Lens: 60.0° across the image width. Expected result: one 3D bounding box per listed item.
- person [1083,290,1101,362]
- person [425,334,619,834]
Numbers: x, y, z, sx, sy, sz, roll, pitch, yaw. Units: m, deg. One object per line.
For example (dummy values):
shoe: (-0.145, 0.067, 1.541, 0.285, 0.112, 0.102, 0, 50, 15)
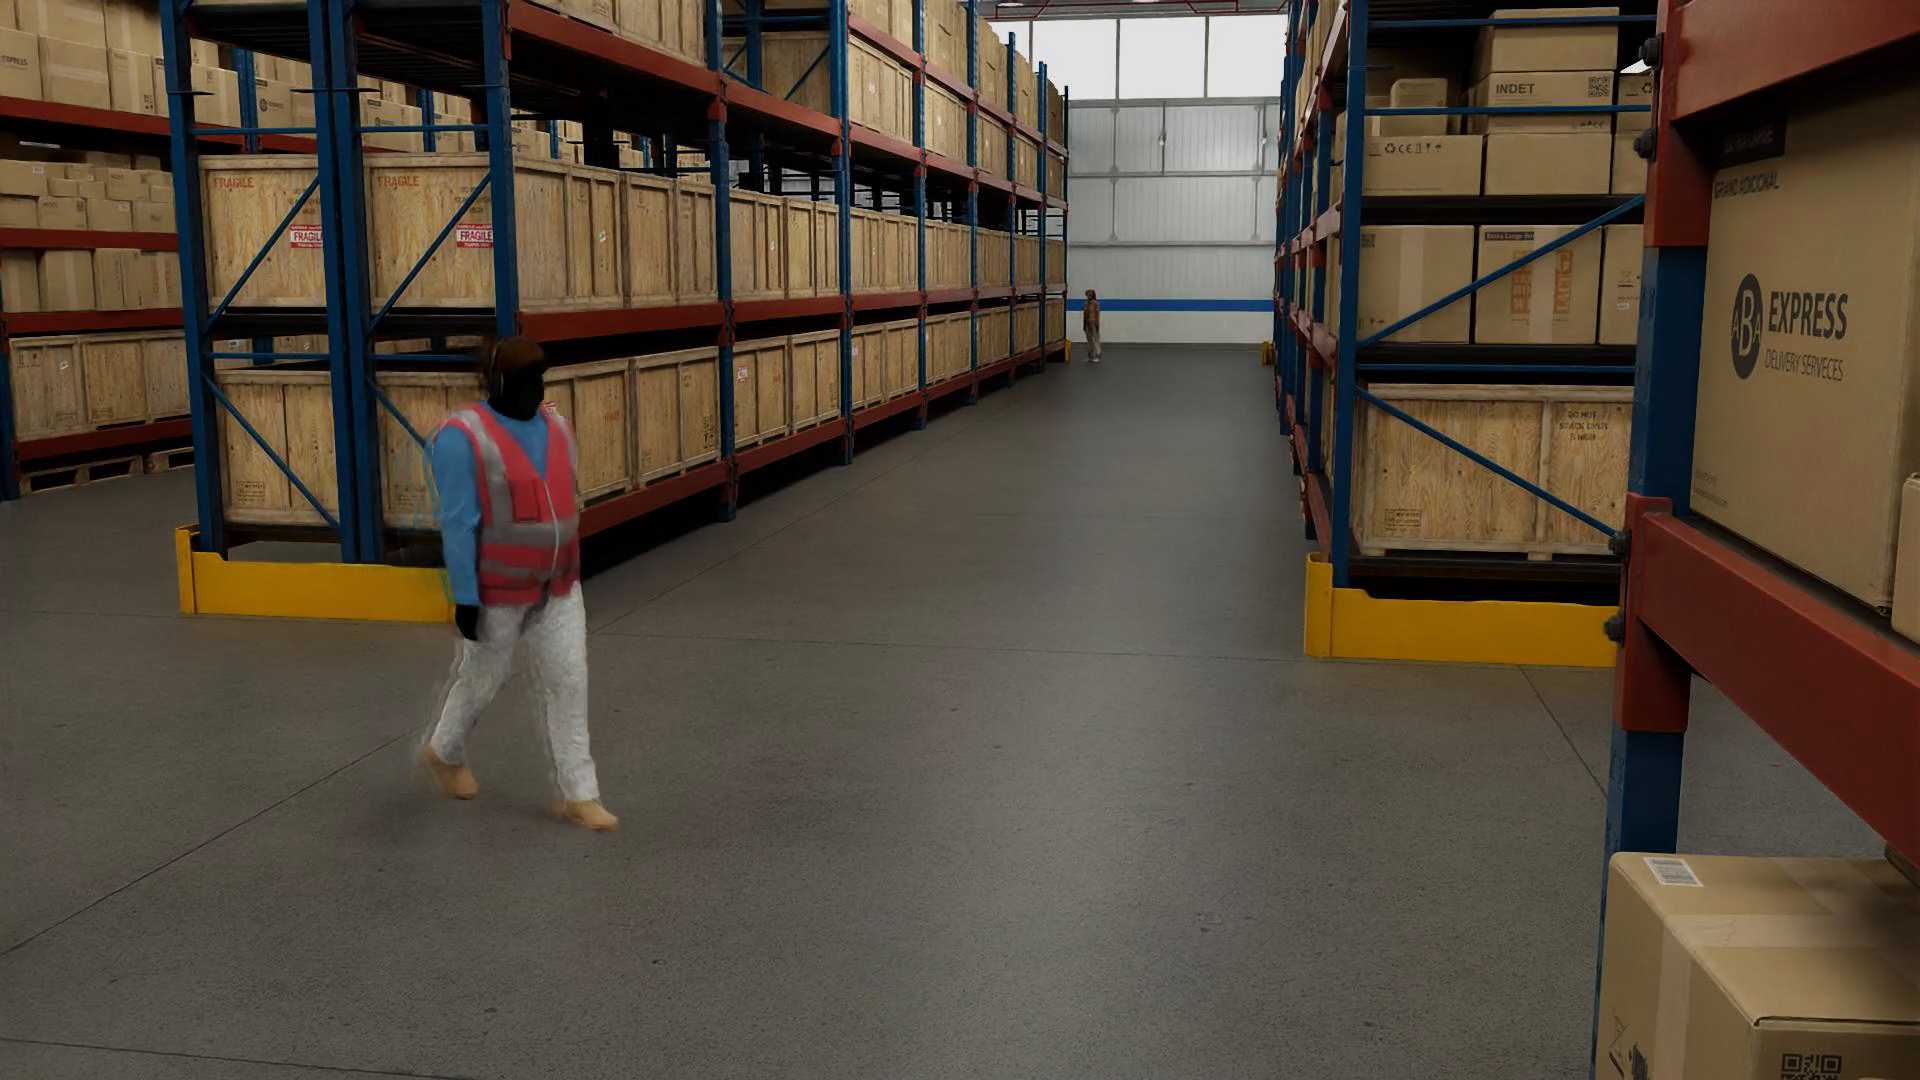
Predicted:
person: (2.970, -4.813, 37.441, 0.322, 1.627, 0.529, -6, 11, -34)
person: (-1.665, 0.143, 6.133, 0.904, 1.814, 0.628, 7, 12, 39)
